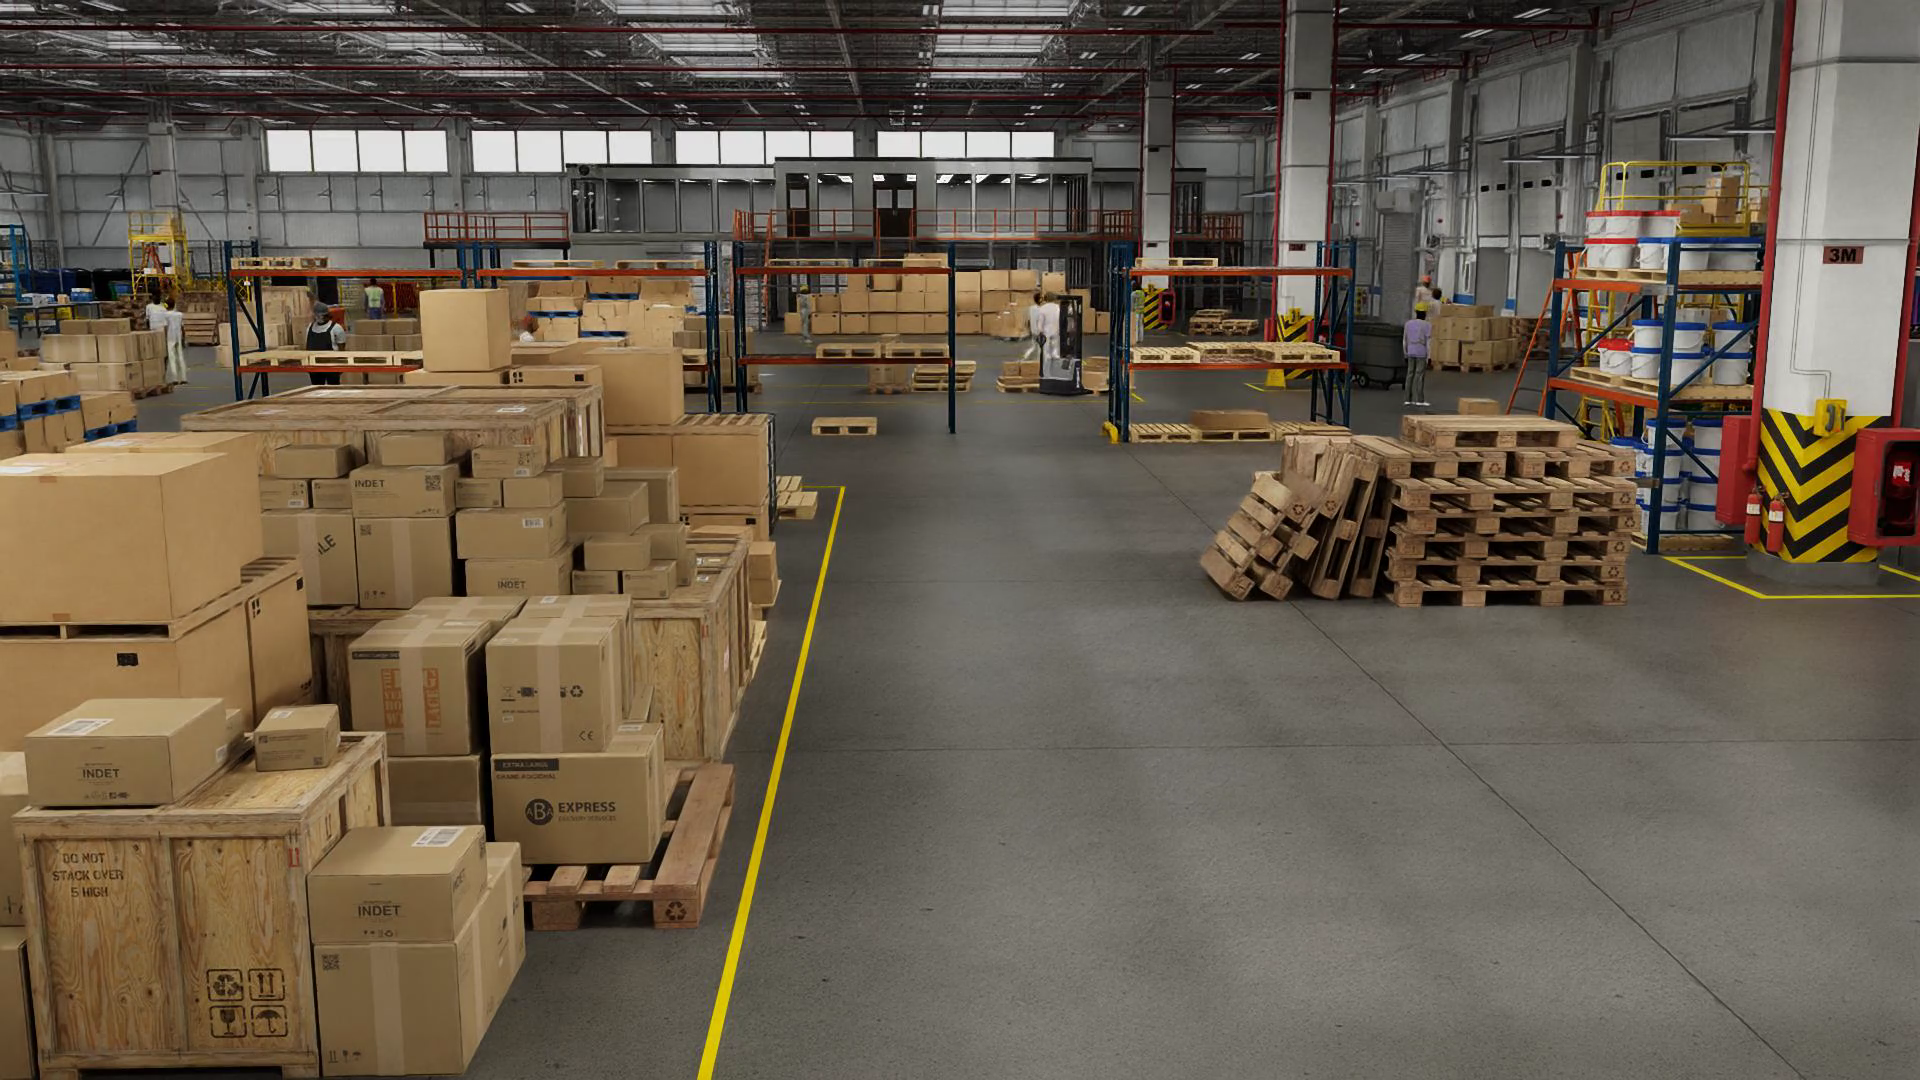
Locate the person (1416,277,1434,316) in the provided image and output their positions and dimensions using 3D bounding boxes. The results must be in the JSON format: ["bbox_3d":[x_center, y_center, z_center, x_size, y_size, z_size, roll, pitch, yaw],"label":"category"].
[{"bbox_3d":[14.784,-7.401,52.873,0.616,1.940,1.049,2,10,8],"label":"person"}]

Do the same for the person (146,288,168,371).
[{"bbox_3d":[-18.805,-4.934,39.038,0.624,1.950,0.461,1,10,7],"label":"person"}]

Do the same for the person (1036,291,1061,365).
[{"bbox_3d":[2.018,-4.634,37.447,0.650,1.928,0.469,-4,11,-23],"label":"person"}]

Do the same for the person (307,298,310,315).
[{"bbox_3d":[-19.149,-6.523,48.487,0.525,1.740,0.724,1,10,5],"label":"person"}]

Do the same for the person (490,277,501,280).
[{"bbox_3d":[-19.801,-10.568,70.902,0.503,1.814,0.950,1,10,8],"label":"person"}]

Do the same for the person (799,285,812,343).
[{"bbox_3d":[-4.669,-6.827,50.183,0.324,1.742,0.492,-8,13,-37],"label":"person"}]

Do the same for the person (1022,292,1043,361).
[{"bbox_3d":[1.745,-4.837,38.785,0.565,1.860,0.510,-9,14,-42],"label":"person"}]

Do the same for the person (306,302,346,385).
[{"bbox_3d":[-10.668,-2.972,27.878,0.676,2.000,0.536,1,10,6],"label":"person"}]

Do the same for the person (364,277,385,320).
[{"bbox_3d":[-18.768,-7.475,53.377,0.603,1.897,0.783,-6,12,-31],"label":"person"}]

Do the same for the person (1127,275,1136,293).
[{"bbox_3d":[6.315,-8.912,61.284,0.374,1.927,0.542,2,10,13],"label":"person"}]

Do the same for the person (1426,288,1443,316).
[{"bbox_3d":[12.555,-5.769,44.125,0.628,1.815,0.901,-8,13,-39],"label":"person"}]

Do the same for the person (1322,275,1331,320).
[{"bbox_3d":[14.232,-9.425,64.174,0.641,1.913,0.843,0,10,-3],"label":"person"}]

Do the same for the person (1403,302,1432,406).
[{"bbox_3d":[8.481,-3.437,30.782,0.368,1.926,0.594,-8,13,-39],"label":"person"}]

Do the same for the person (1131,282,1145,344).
[{"bbox_3d":[5.268,-6.783,49.704,0.431,1.835,0.623,8,13,38],"label":"person"}]

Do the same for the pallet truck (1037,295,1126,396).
[{"bbox_3d":[2.483,-3.881,33.060,1.885,1.965,0.823,-7,13,-36],"label":"pallet truck"}]

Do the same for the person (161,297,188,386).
[{"bbox_3d":[-16.616,-4.188,35.140,0.309,1.864,0.535,6,12,30],"label":"person"}]

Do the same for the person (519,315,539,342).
[{"bbox_3d":[-6.935,-2.747,27.172,0.917,1.839,0.584,-4,11,-22],"label":"person"}]

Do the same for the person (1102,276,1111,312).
[{"bbox_3d":[6.267,-10.589,70.752,0.357,1.883,0.573,-2,10,-13],"label":"person"}]

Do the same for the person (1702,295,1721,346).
[{"bbox_3d":[15.918,-4.239,35.252,0.371,1.925,0.595,9,14,42],"label":"person"}]
